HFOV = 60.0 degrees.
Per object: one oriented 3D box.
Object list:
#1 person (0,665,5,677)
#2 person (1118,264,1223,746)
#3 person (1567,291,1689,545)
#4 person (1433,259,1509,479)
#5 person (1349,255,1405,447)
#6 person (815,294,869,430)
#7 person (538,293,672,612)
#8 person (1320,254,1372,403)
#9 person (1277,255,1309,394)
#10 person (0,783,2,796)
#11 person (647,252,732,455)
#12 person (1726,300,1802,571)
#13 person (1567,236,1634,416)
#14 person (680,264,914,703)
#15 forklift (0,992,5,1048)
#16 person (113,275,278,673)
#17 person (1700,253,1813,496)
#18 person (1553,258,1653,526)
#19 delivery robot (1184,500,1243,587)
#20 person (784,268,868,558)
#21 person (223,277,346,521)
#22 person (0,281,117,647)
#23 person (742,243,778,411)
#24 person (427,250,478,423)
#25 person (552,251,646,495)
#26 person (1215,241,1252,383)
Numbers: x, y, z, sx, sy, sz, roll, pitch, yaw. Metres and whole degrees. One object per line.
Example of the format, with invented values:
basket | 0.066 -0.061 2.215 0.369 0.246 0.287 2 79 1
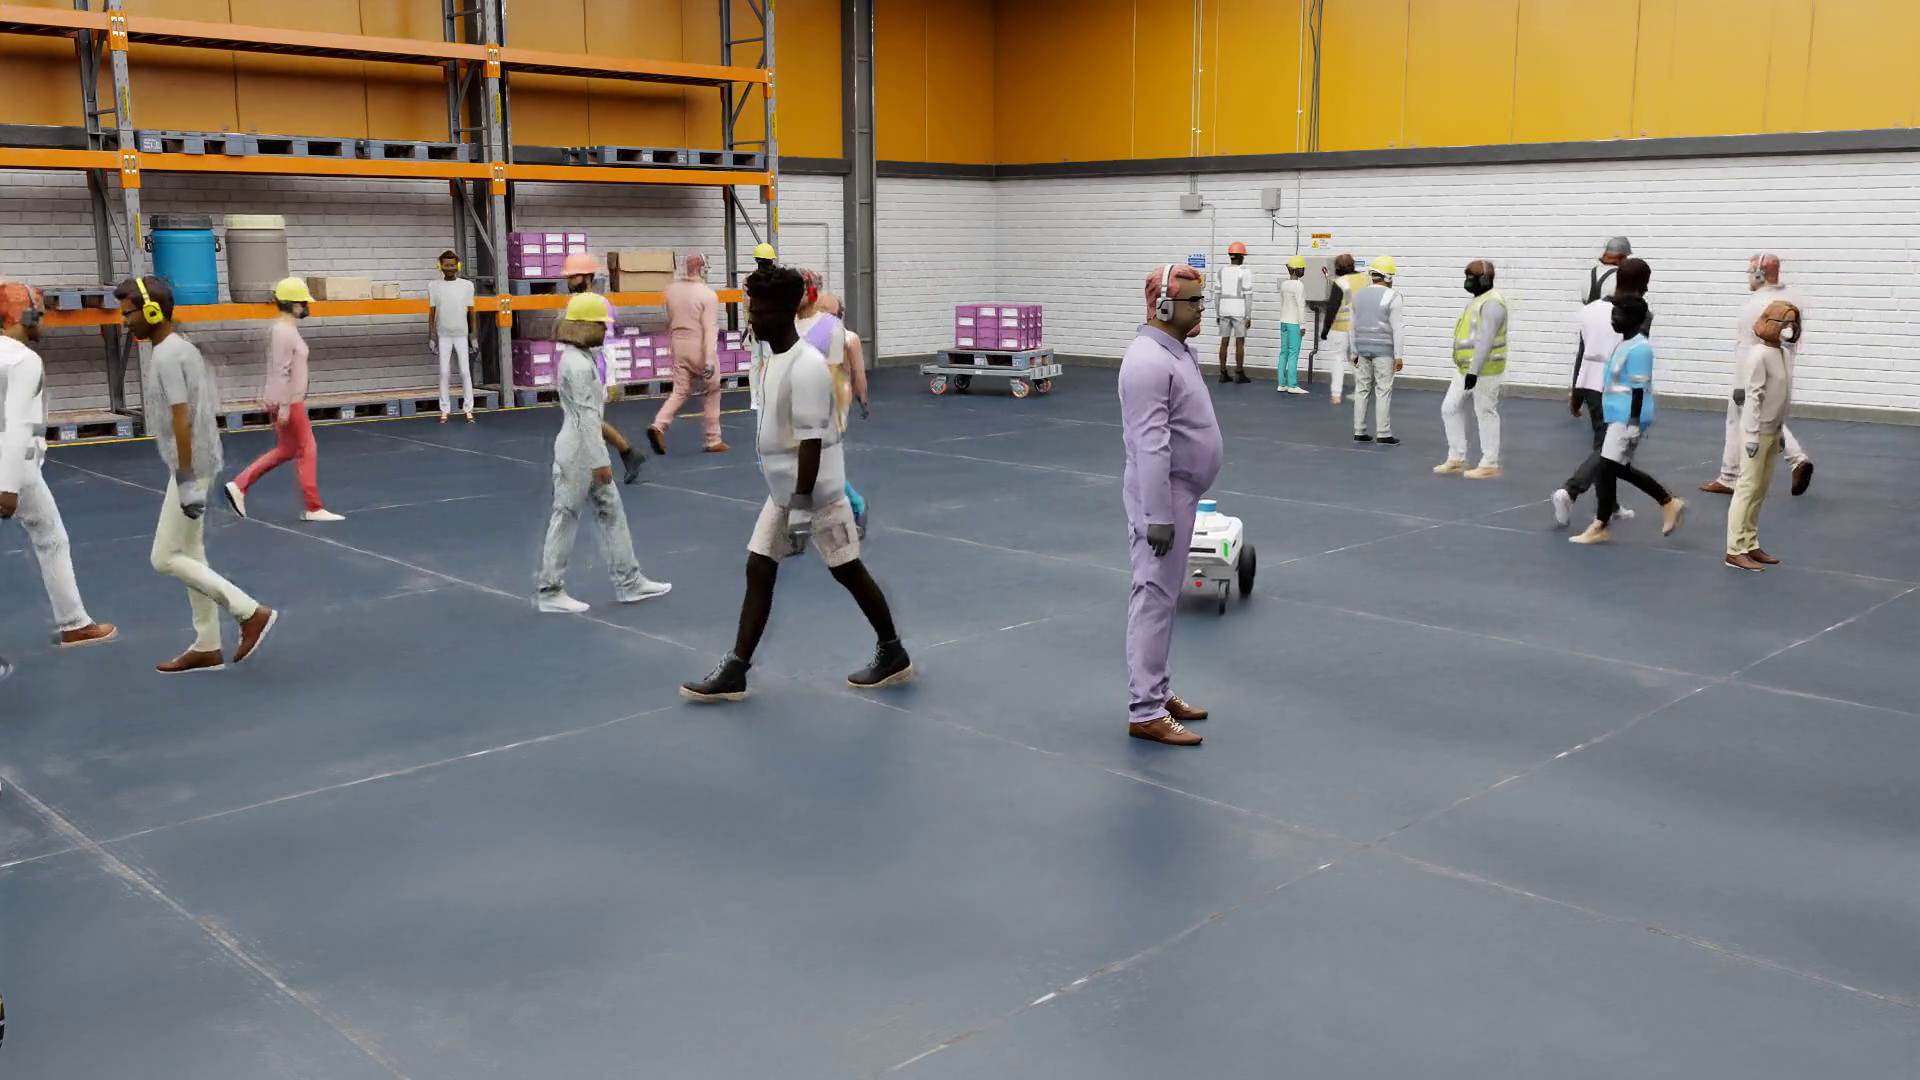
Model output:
person | -4.169 -0.124 6.752 0.510 1.853 0.382 5 11 23
person | 0.848 -0.147 6.712 0.409 1.909 0.643 2 11 13
person | 4.414 -0.788 10.860 0.746 1.668 0.538 1 10 7
person | 4.231 -1.404 13.814 0.640 1.820 0.628 0 10 -3
person | 4.033 -1.819 16.034 0.404 1.830 0.601 -8 13 -39
person | -0.959 -1.035 12.415 0.528 1.588 0.883 4 11 19
person | -1.916 -0.460 8.924 0.814 1.706 0.514 -2 11 -11
person | 4.703 -2.544 20.079 0.709 1.803 0.430 -6 12 -30
person | 4.281 -2.758 21.335 0.313 1.769 0.523 -4 11 -19
person | -3.625 0.017 5.751 0.353 1.930 0.594 2 11 11
person | -2.493 -1.707 15.309 0.653 1.877 0.853 7 12 33
person | 4.907 -0.637 10.129 0.282 1.631 0.503 10 15 44
person | 7.013 -2.279 17.973 0.638 2.000 0.693 -4 11 -20
person | -0.671 -0.237 7.224 1.058 1.905 0.614 -5 11 -25
forklift | -3.245 0.323 3.363 2.313 2.155 1.214 2 11 13
person | -3.540 -0.289 7.654 0.540 1.839 0.566 -3 11 -16
person | 6.208 -1.263 12.841 0.679 1.887 0.735 -5 12 -26
person | 4.487 -1.023 11.597 0.843 1.879 0.624 -5 12 -26
delivery robot | 1.365 0.022 9.222 0.477 0.478 0.707 3 11 15
person | -0.913 -0.807 10.541 0.579 1.820 0.744 8 13 37
person | -4.808 -0.972 11.695 0.755 1.741 0.526 -3 11 -14
person | -4.604 -0.305 7.865 0.587 1.822 1.020 6 12 29
person | -2.244 -2.434 19.124 0.587 1.927 0.363 8 13 38
person | -5.480 -2.186 17.971 0.515 1.861 0.322 -3 11 -15
person | -2.871 -1.329 13.177 0.554 1.910 0.886 10 15 44
person | 3.764 -3.118 22.833 0.579 1.934 0.398 7 13 35
